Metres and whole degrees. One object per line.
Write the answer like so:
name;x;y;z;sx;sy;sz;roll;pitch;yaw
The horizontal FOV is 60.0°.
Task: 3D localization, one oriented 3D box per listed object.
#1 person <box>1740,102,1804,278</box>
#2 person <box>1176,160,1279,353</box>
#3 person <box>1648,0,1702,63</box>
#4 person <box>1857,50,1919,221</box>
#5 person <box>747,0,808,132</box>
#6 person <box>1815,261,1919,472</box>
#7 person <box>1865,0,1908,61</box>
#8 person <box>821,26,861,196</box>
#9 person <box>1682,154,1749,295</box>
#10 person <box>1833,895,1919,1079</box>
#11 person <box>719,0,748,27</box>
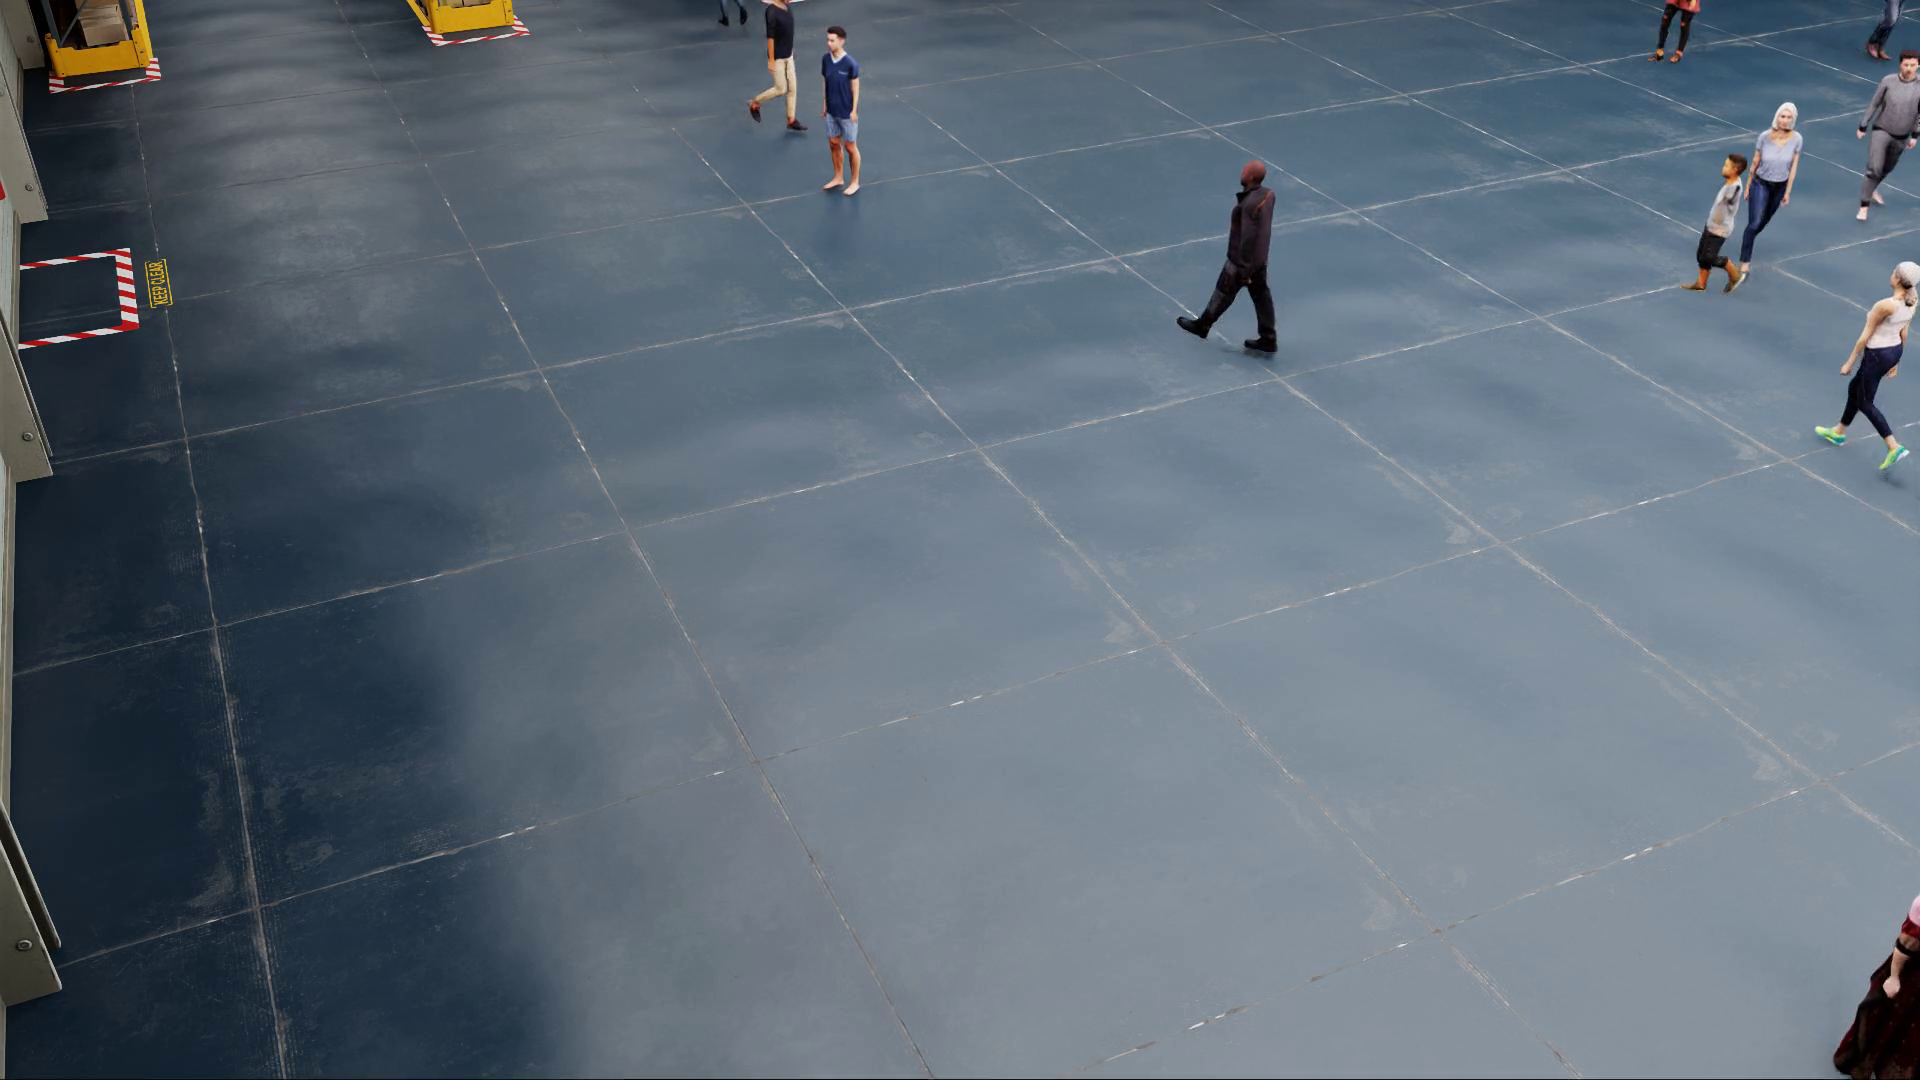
person;8.092;-3.547;16.644;1.037;1.685;1.139;9;34;13
person;2.687;-2.499;14.943;1.316;1.784;1.141;18;37;26
person;9.793;-7.271;22.372;0.783;1.683;0.776;-22;39;-30
person;9.973;-4.376;17.824;1.117;1.789;1.203;6;33;9
person;-2.235;-5.825;20.012;1.091;1.834;1.008;13;35;19
person;7.408;-1.370;13.307;0.635;1.675;1.101;-16;36;-23
person;12.620;-7.476;22.490;0.743;1.899;0.634;-13;35;-19
person;-1.304;-4.752;18.350;0.646;1.846;0.762;21;38;28
person;7.462;-3.090;16.165;0.876;1.441;0.839;7;34;11
person;4.673;2.089;8.025;0.847;1.634;0.907;7;34;11
person;-3.316;-8.146;23.774;0.757;1.622;0.930;-25;41;-33
